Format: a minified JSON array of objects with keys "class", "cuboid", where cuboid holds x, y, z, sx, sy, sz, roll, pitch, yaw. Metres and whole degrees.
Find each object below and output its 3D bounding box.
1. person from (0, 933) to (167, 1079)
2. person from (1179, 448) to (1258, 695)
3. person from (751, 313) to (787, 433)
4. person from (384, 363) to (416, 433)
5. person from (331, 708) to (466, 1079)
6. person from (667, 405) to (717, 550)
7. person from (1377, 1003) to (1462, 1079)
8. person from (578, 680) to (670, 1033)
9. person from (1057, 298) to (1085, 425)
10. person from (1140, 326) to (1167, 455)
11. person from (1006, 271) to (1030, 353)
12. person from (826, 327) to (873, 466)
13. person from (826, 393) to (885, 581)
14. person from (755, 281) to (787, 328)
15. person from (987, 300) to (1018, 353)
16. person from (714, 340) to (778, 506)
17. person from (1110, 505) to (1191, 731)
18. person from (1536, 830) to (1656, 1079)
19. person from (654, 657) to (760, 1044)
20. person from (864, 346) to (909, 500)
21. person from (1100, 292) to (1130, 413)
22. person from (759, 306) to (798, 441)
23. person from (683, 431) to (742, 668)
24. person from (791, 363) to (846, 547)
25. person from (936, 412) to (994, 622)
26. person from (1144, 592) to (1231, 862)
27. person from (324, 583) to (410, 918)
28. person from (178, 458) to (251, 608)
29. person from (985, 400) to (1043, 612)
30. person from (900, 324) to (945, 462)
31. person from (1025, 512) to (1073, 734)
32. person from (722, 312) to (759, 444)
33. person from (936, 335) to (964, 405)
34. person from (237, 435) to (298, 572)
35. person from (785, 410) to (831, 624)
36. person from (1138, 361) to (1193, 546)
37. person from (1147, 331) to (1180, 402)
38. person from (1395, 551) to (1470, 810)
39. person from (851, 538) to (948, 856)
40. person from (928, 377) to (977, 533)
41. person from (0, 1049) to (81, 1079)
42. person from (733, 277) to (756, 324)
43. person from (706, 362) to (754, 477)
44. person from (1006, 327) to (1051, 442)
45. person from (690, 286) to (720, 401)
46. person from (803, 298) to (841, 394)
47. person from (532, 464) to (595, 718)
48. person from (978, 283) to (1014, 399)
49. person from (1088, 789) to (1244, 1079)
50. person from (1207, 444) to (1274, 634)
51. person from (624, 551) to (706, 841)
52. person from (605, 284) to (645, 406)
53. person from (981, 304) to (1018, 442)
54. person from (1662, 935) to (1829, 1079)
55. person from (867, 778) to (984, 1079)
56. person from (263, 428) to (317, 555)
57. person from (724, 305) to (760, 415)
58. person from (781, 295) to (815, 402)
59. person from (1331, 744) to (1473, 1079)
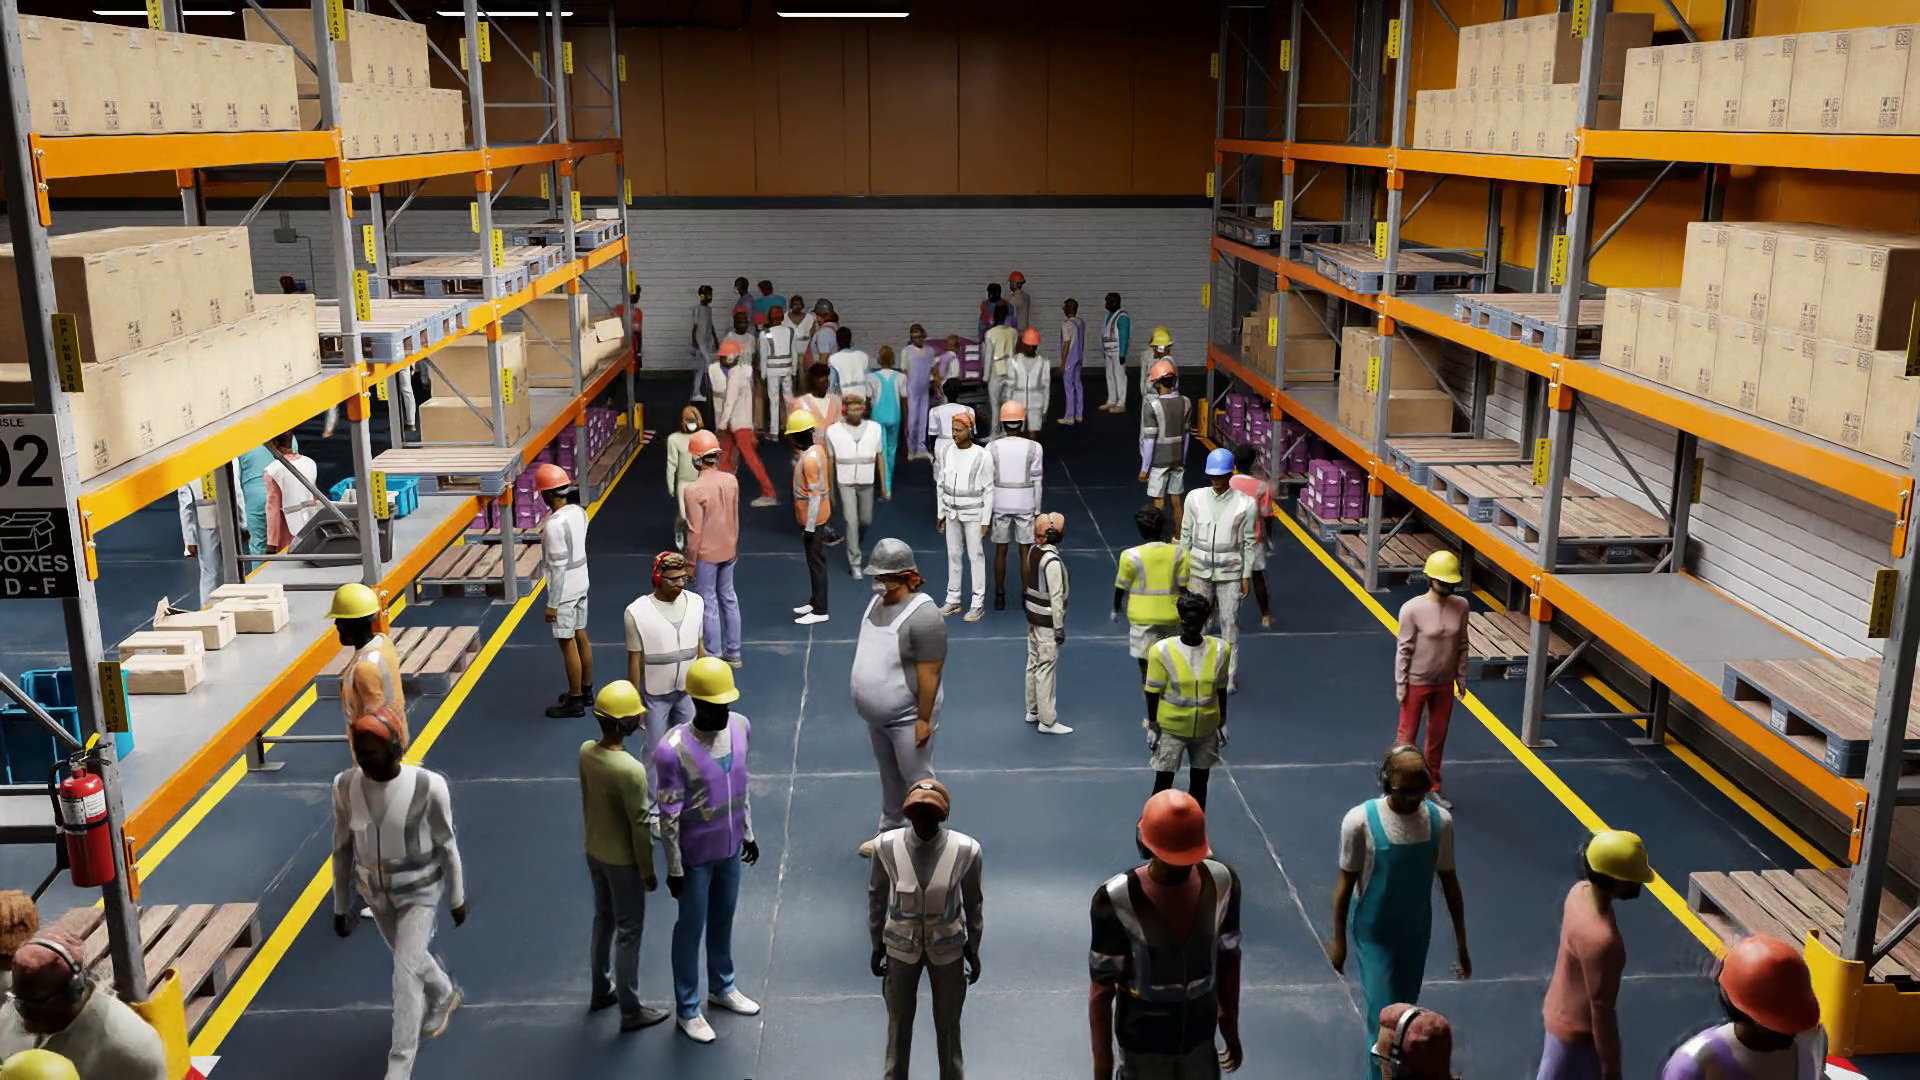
[{"class":"person","cuboid":[-2.937,2.130,5.767,0.691,1.855,0.937,6,15,23]},{"class":"person","cuboid":[2.000,0.239,12.966,0.605,1.948,0.384,5,15,19]},{"class":"person","cuboid":[-2.764,-2.366,23.682,0.731,1.704,0.582,6,16,24]},{"class":"person","cuboid":[-8.048,-2.492,23.703,0.362,1.939,0.635,12,18,39]},{"class":"person","cuboid":[-2.606,1.630,7.762,0.575,1.836,1.012,3,15,11]},{"class":"person","cuboid":[-2.724,-0.586,16.878,0.502,1.614,0.459,-5,15,-19]},{"class":"person","cuboid":[1.344,2.279,5.142,0.655,1.850,0.998,-12,19,-40]},{"class":"person","cuboid":[-1.671,1.544,8.228,0.344,1.759,0.534,-13,19,-41]},{"class":"person","cuboid":[1.633,-2.611,24.359,0.327,1.843,0.514,11,18,37]},{"class":"person","cuboid":[2.614,-1.967,22.057,0.488,1.733,0.328,10,18,35]},{"class":"person","cuboid":[0.919,-3.355,26.982,0.382,1.995,0.612,7,16,25]},{"class":"person","cuboid":[-1.398,-1.734,20.906,0.593,1.855,1.032,-12,19,-39]},{"class":"person","cuboid":[-1.036,-0.566,16.391,0.575,1.822,0.791,-4,15,-16]},{"class":"person","cuboid":[-3.158,-3.405,27.576,0.623,1.797,0.687,-9,17,-30]},{"class":"person","cuboid":[0.666,-2.958,26.133,0.510,1.639,0.308,-4,15,-15]},{"class":"person","cuboid":[-2.594,-1.327,19.145,1.014,1.943,0.609,-2,14,-9]},{"class":"person","cuboid":[1.389,0.544,12.321,0.548,1.656,0.800,-4,15,-17]},{"class":"person","cuboid":[2.599,1.959,6.645,0.883,1.723,0.536,3,15,13]},{"class":"person","cuboid":[-1.204,1.483,8.124,0.386,1.926,0.591,11,18,36]},{"class":"person","cuboid":[-0.879,-1.405,19.733,0.524,1.799,0.951,-2,15,-10]},{"class":"person","cuboid":[2.372,-2.865,25.398,0.430,1.833,0.634,-4,15,-15]},{"class":"person","cuboid":[-2.525,-2.320,23.139,0.575,1.884,0.355,-9,17,-31]},{"class":"person","cuboid":[-2.015,0.108,13.385,0.397,1.992,0.623,8,17,30]},{"class":"person","cuboid":[-1.399,-0.894,17.446,0.639,1.917,0.983,-11,18,-37]},{"class":"person","cuboid":[0.030,-0.212,14.867,0.582,1.882,0.351,10,17,33]},{"class":"person","cuboid":[1.366,1.122,9.992,0.539,1.698,0.319,-3,15,-11]},{"class":"person","cuboid":[-3.295,1.174,9.337,0.387,1.926,0.591,-3,15,-12]},{"class":"person","cuboid":[-6.429,-0.089,14.347,0.408,1.907,0.598,8,16,29]},{"class":"person","cuboid":[0.481,-0.309,15.167,0.547,1.930,0.390,1,14,6]},{"class":"person","cuboid":[-0.503,-1.923,21.718,0.664,1.827,0.391,-11,18,-36]},{"class":"person","cuboid":[0.636,0.600,12.160,0.312,1.642,0.512,-4,15,-16]},{"class":"person","cuboid":[-3.011,-2.219,22.835,0.505,1.838,0.353,-10,17,-34]},{"class":"person","cuboid":[-0.158,-1.925,22.149,0.503,1.602,0.546,-5,15,-18]},{"class":"person","cuboid":[-6.455,-0.379,15.476,0.651,1.907,0.409,-9,17,-32]},{"class":"person","cuboid":[-1.344,-0.202,14.763,0.392,1.916,0.588,-1,14,-3]},{"class":"person","cuboid":[2.056,-0.797,16.867,0.605,2.033,0.400,-10,17,-33]},{"class":"person","cuboid":[2.542,-1.699,20.837,0.403,1.822,0.596,4,15,14]},{"class":"person","cuboid":[3.036,0.915,10.697,0.528,1.760,0.341,-5,15,-19]},{"class":"person","cuboid":[-0.397,0.967,9.921,0.535,2.000,0.682,-10,17,-34]},{"class":"person","cuboid":[-0.078,-0.911,17.980,0.531,1.698,0.320,1,14,4]},{"class":"person","cuboid":[-2.458,2.351,4.724,0.510,1.928,0.765,1,14,4]},{"class":"person","cuboid":[-3.444,-3.276,26.814,0.373,1.932,0.633,-2,14,-9]},{"class":"person","cuboid":[-2.767,-1.475,19.995,0.587,1.791,0.953,-2,14,-7]},{"class":"person","cuboid":[0.843,-1.677,20.533,0.553,1.920,0.474,1,14,5]},{"class":"person","cuboid":[-3.917,-3.073,26.177,0.844,1.838,0.547,4,15,16]},{"class":"person","cuboid":[-1.867,-2.265,22.611,0.536,2.000,0.676,3,15,13]},{"class":"person","cuboid":[-2.976,0.381,12.449,0.374,1.928,0.542,2,14,9]},{"class":"person","cuboid":[0.544,-3.189,26.636,0.629,1.843,0.429,10,17,34]},{"class":"person","cuboid":[0.796,1.886,6.343,0.619,2.029,0.410,-4,15,-17]},{"class":"person","cuboid":[2.469,-0.007,14.540,0.718,1.653,0.477,1,14,2]},{"class":"person","cuboid":[-1.824,0.954,10.389,0.560,1.836,0.394,-13,20,-42]},{"class":"person","cuboid":[-5.200,-3.001,25.740,0.671,1.925,0.585,10,17,34]},{"class":"person","cuboid":[0.555,-2.300,23.004,0.408,1.915,0.590,13,19,42]},{"class":"person","cuboid":[2.471,2.145,5.359,0.639,2.016,0.605,-6,15,-21]},{"class":"person","cuboid":[-0.152,1.823,7.364,0.513,1.640,0.309,1,14,2]},{"class":"person","cuboid":[-5.703,-0.064,14.248,0.414,1.907,0.595,4,15,14]},{"class":"person","cuboid":[-3.196,-2.626,24.654,0.591,1.723,0.526,0,14,-1]},{"class":"person","cuboid":[-2.447,-2.782,25.117,0.590,1.812,0.815,-2,14,-9]},{"class":"person","cuboid":[1.939,1.764,7.225,0.558,1.815,0.614,-4,15,-14]}]
